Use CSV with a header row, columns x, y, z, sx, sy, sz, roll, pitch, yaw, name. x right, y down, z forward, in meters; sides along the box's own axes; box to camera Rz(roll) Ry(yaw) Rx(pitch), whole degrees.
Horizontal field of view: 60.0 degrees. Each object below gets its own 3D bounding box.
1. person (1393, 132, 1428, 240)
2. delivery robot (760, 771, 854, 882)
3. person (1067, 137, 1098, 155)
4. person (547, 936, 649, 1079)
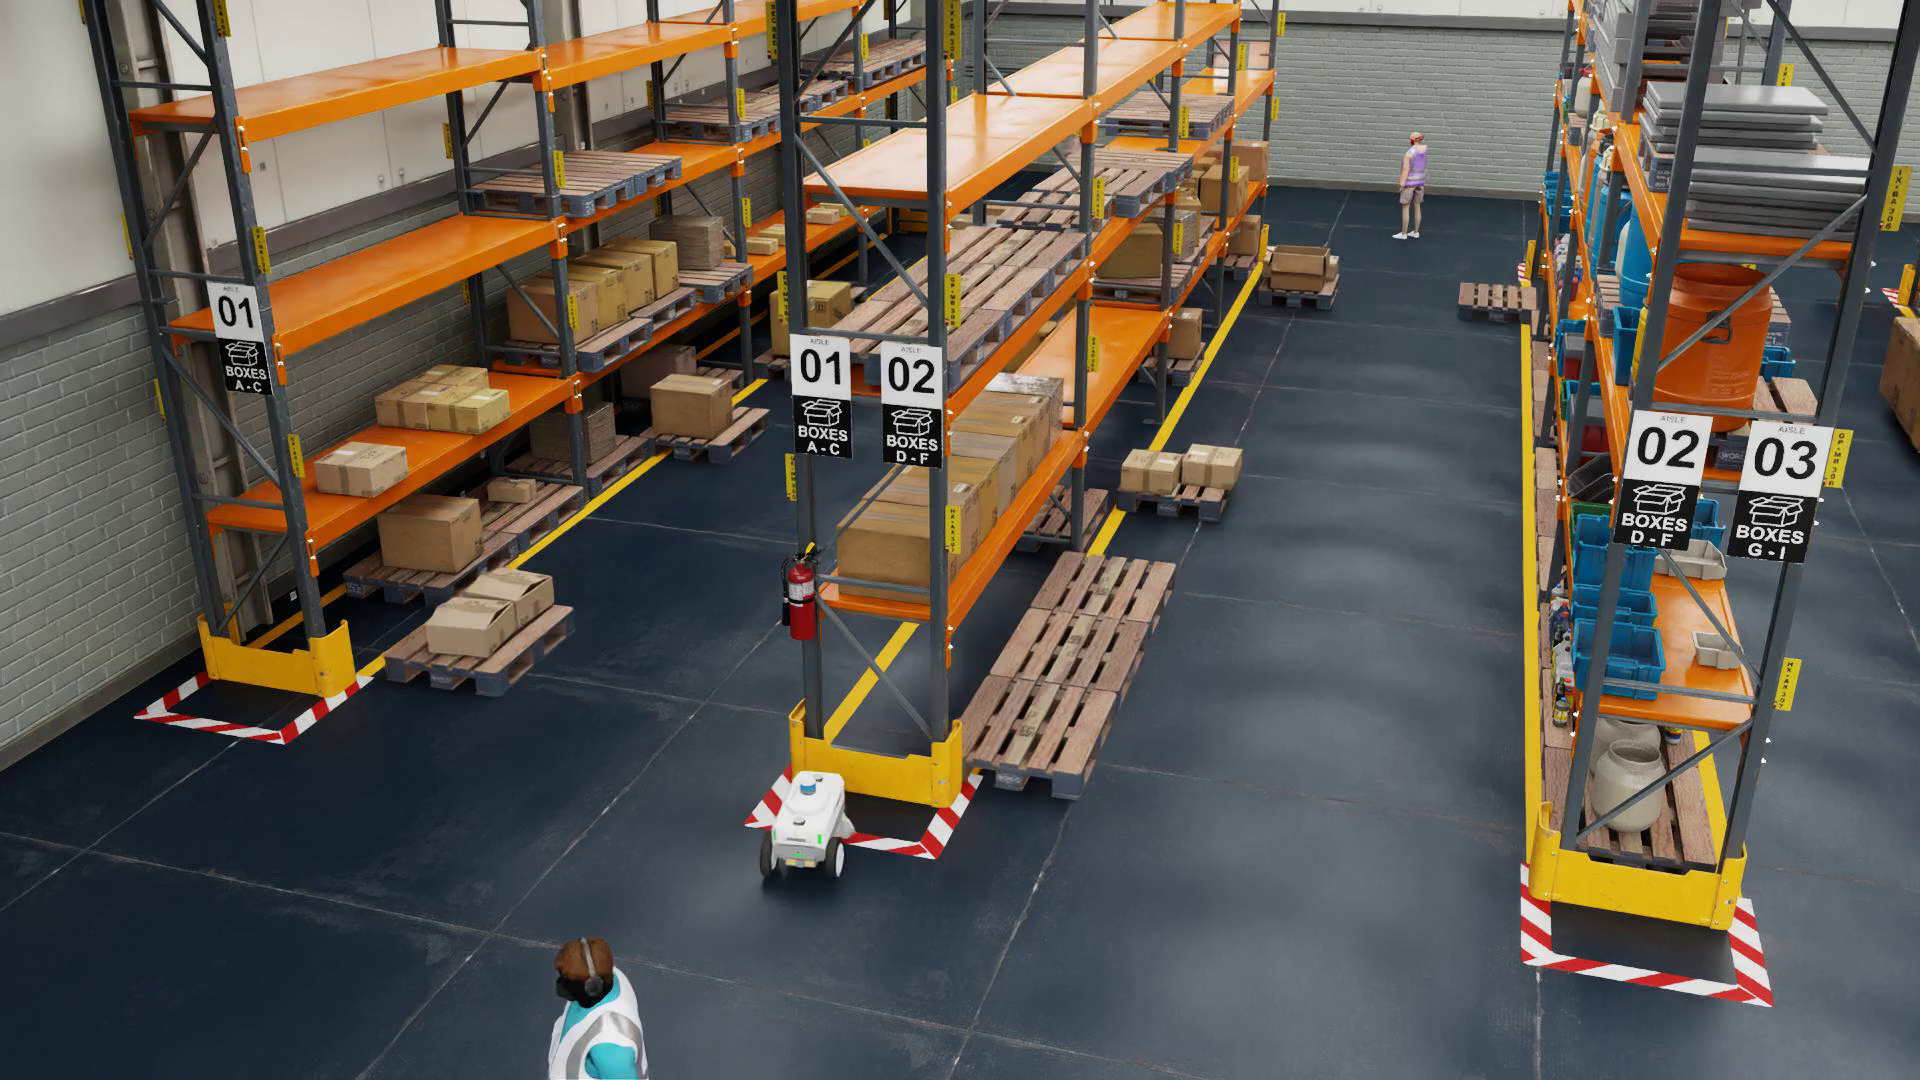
x,y,z,sx,sy,sz,roll,pitch,yaw,name
7.185,-5.621,26.418,0.491,1.688,0.347,-13,27,-28,person
-0.957,1.822,10.610,0.525,0.613,0.785,3,24,7,delivery robot
1.925,-5.860,26.879,0.687,1.771,0.336,10,25,22,person
-1.580,2.524,7.334,0.429,1.841,0.634,-7,24,-17,person
